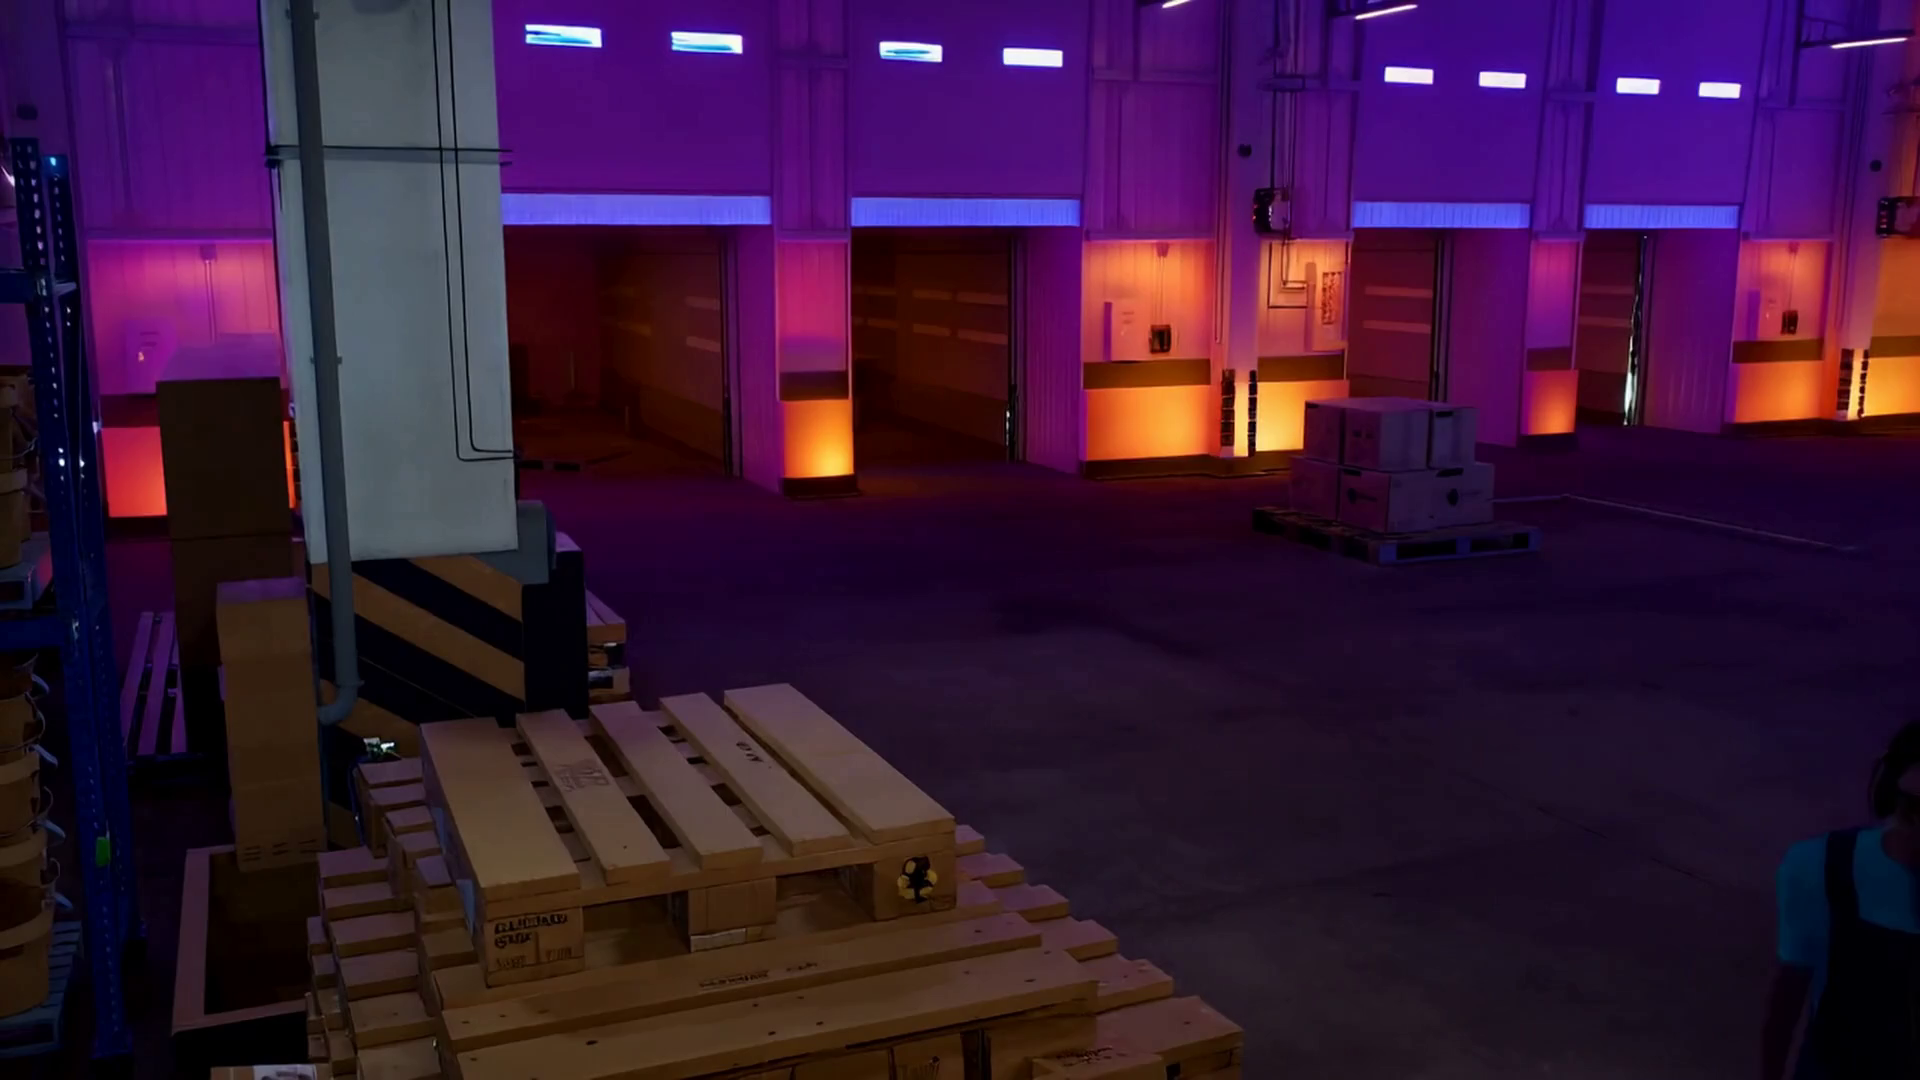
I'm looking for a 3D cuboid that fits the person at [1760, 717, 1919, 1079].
[{"bbox_3d":[1.978,1.211,3.537,0.517,1.798,0.971,4,11,23],"label":"person"}]
